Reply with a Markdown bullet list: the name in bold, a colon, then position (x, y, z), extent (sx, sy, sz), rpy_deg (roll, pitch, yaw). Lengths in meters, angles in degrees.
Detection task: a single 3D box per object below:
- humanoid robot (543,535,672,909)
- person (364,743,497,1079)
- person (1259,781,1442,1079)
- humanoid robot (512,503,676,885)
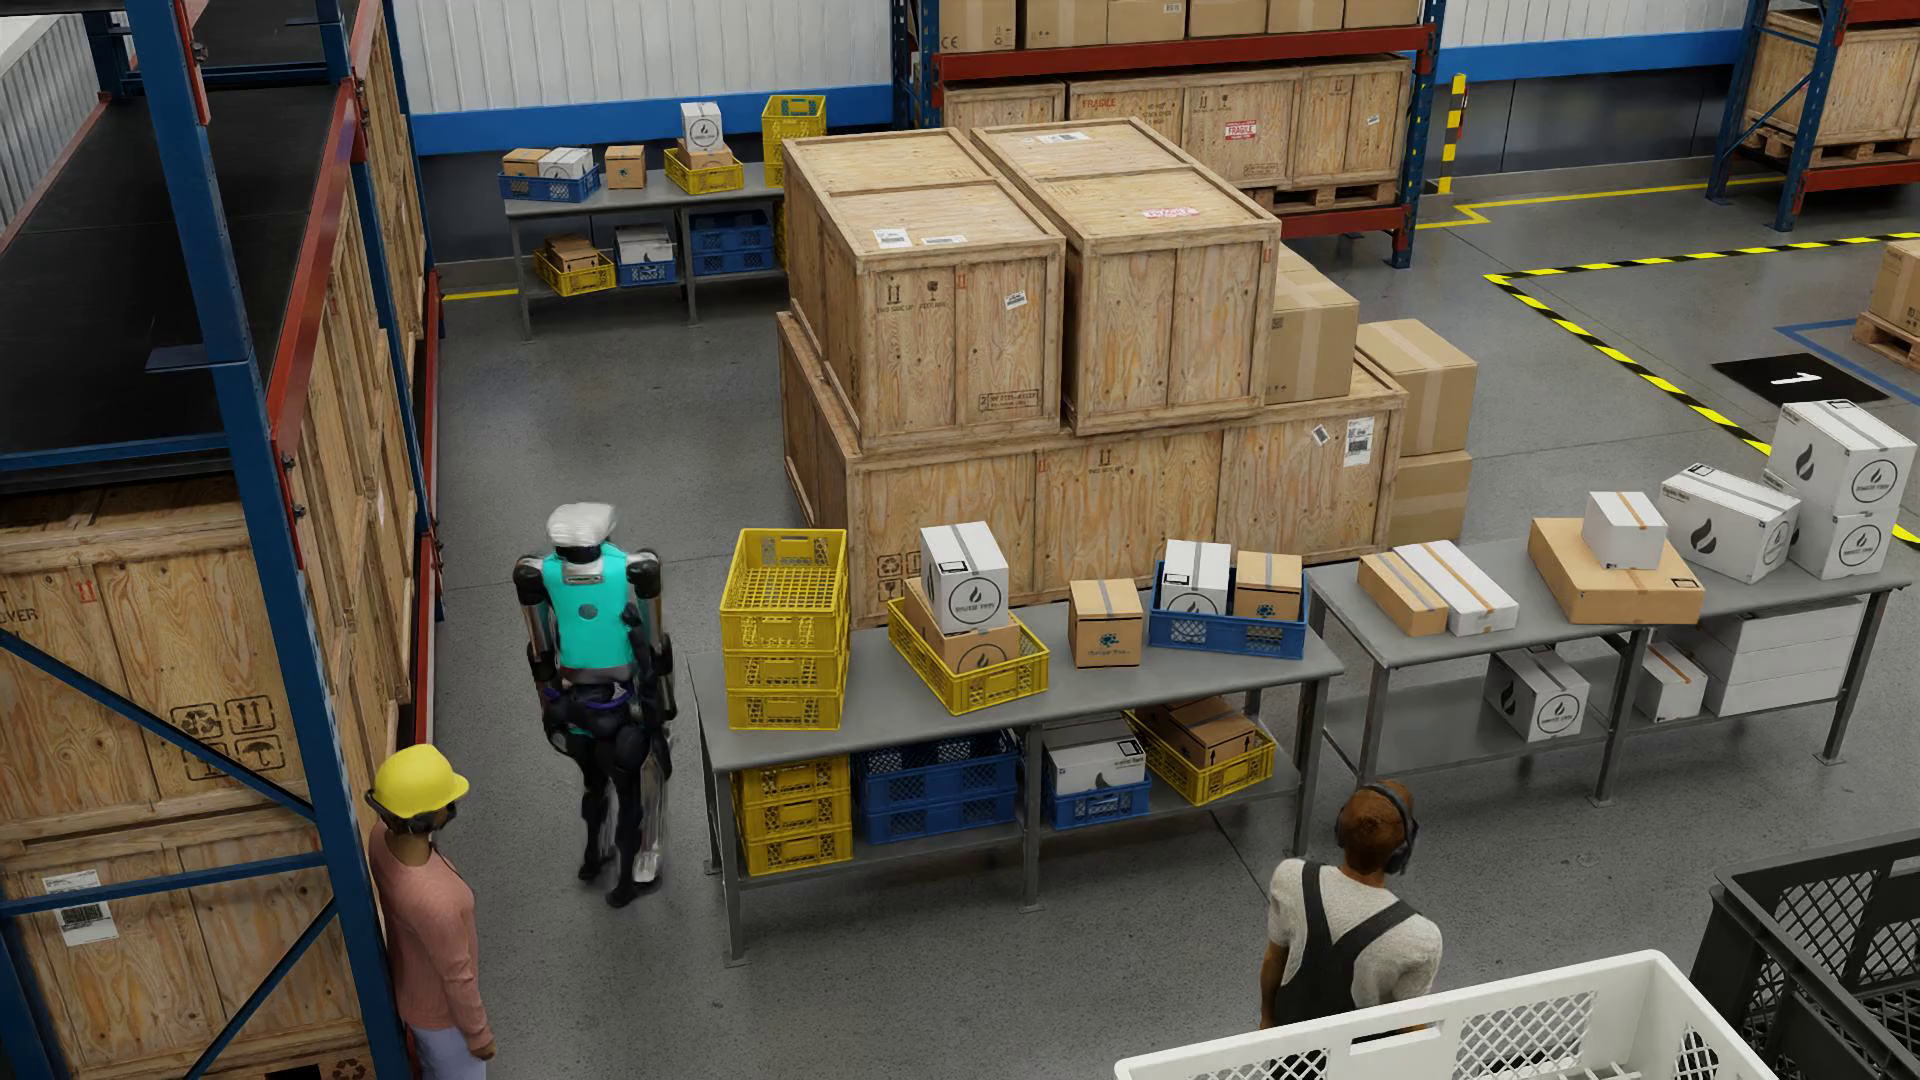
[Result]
- **humanoid robot**: position (-1.391, 0.689, 6.404), extent (0.615, 1.655, 0.305), rpy_deg (13, 31, 22)
- **person**: position (-1.568, 1.370, 5.087), extent (0.337, 1.759, 0.526), rpy_deg (-19, 34, -31)
- **person**: position (1.090, 1.475, 4.823), extent (0.505, 1.836, 0.332), rpy_deg (19, 34, 31)
- **humanoid robot**: position (-1.366, 0.578, 6.539), extent (0.542, 1.787, 0.676), rpy_deg (-2, 29, -4)
